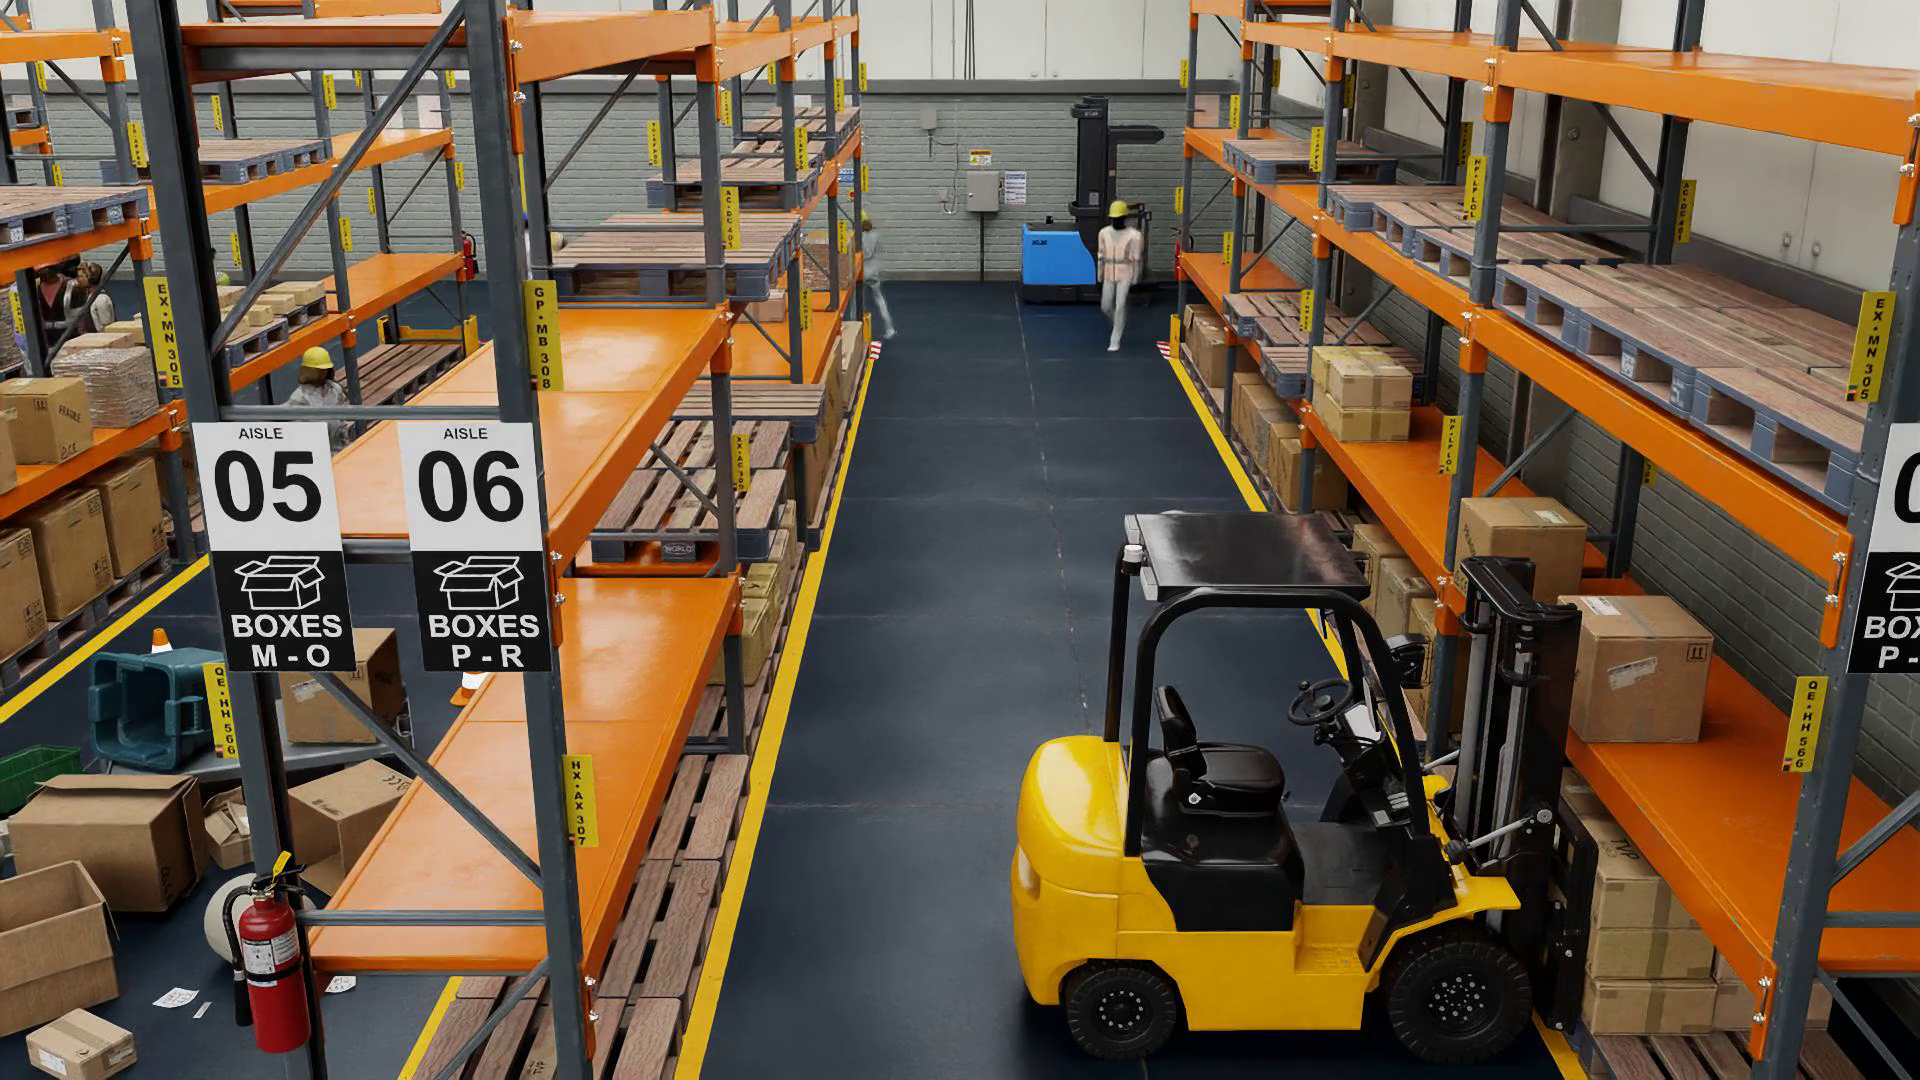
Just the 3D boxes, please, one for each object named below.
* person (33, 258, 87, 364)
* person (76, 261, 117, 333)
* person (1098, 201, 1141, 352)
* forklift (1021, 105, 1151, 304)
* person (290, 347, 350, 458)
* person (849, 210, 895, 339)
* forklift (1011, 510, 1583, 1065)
[{"bbox_3d":[-9.094,-1.986,16.906,0.631,1.995,1.042,2,18,5],"label":"person"},{"bbox_3d":[-8.688,-1.904,16.872,0.346,1.847,0.505,-12,22,-32],"label":"person"},{"bbox_3d":[2.026,-3.375,21.225,0.584,1.913,0.512,10,21,27],"label":"person"},{"bbox_3d":[1.857,-4.944,24.441,1.873,2.768,1.129,0,18,0],"label":"forklift"},{"bbox_3d":[-5.120,-0.706,13.430,0.332,1.735,0.485,11,21,29],"label":"person"},{"bbox_3d":[-1.201,-3.483,21.895,0.818,1.709,0.499,15,23,37],"label":"person"},{"bbox_3d":[1.387,1.055,7.378,2.313,2.155,1.214,0,18,0],"label":"forklift"}]
